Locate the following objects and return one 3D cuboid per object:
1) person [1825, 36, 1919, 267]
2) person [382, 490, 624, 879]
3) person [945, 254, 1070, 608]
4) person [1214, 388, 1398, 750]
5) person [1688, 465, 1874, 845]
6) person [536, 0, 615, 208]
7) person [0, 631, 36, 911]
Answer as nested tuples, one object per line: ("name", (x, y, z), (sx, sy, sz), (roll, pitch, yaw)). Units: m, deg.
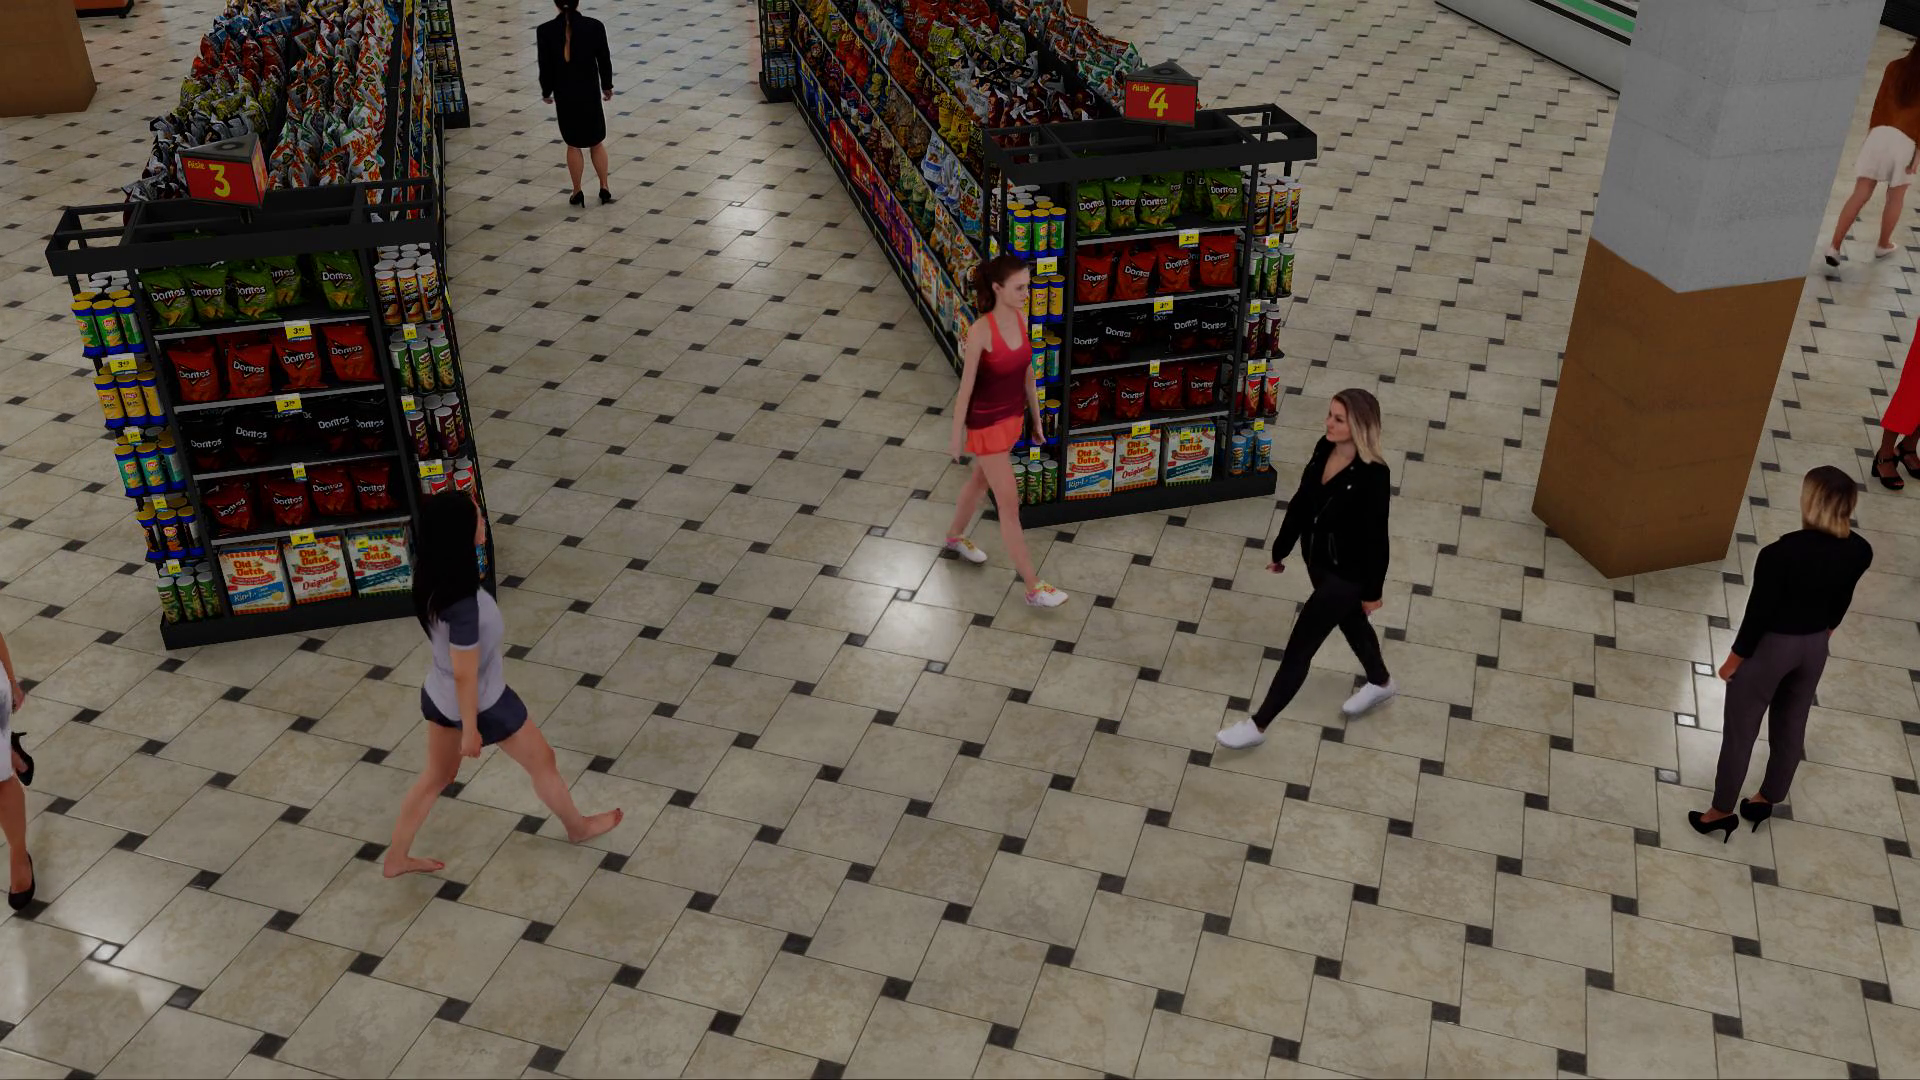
("person", (6.324, -2.664, 11.367), (0.995, 1.688, 1.113), (-25, 40, -34))
("person", (-1.891, 0.608, 6.140), (0.900, 1.655, 1.160), (-18, 36, -27))
("person", (0.115, -0.558, 7.969), (1.173, 1.703, 0.991), (25, 40, 34))
("person", (1.644, 0.125, 6.933), (0.814, 1.639, 1.158), (-13, 34, -20))
("person", (3.140, 0.467, 6.358), (0.593, 1.666, 0.519), (-7, 33, -11))
("person", (-2.865, -3.322, 12.442), (0.720, 1.671, 0.643), (-11, 34, -17))
("person", (-3.742, 0.512, 6.230), (0.601, 1.725, 1.039), (-7, 32, -10))
